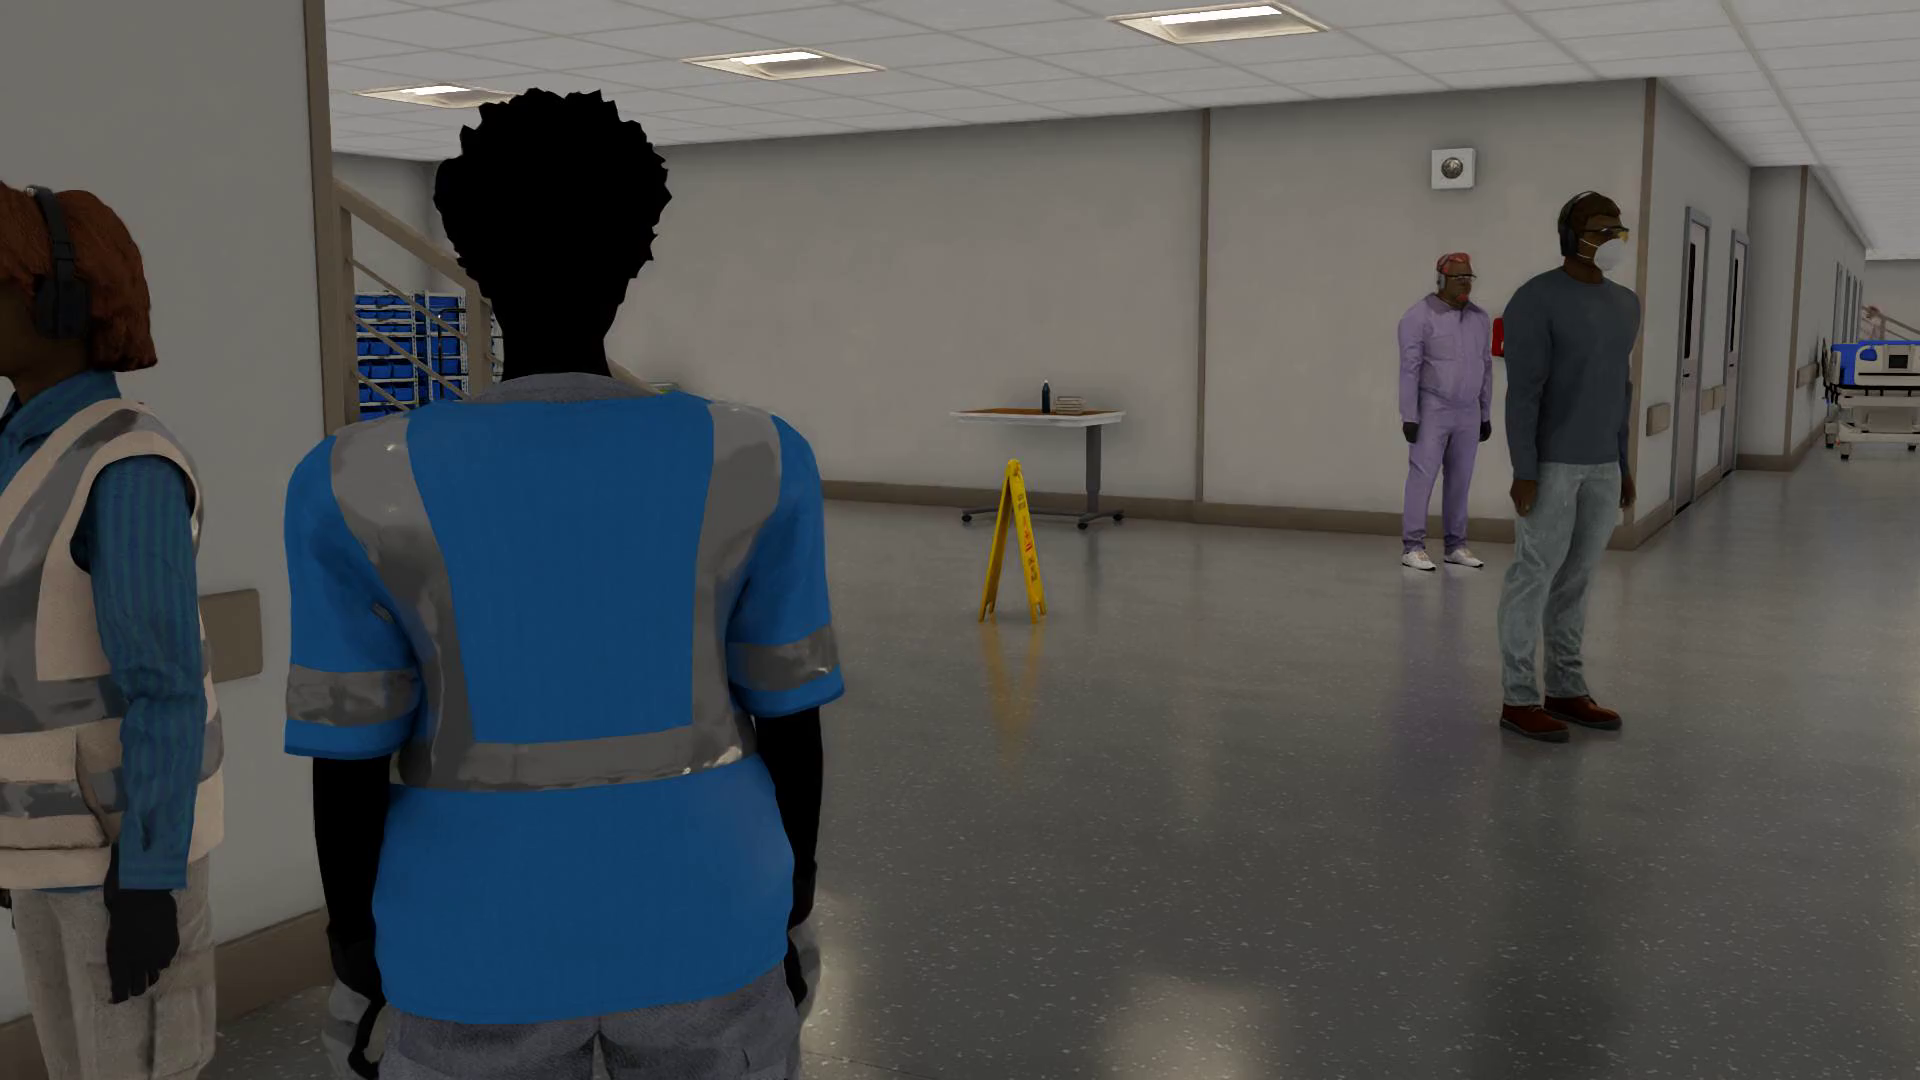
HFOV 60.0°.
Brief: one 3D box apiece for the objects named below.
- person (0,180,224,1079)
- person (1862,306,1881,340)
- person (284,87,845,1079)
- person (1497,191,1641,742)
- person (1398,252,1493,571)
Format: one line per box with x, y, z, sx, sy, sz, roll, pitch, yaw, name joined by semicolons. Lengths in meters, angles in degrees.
-1.084;0.391;2.080;0.310;1.640;0.521;-7;10;-44;person
21.170;-4.508;38.809;0.649;1.883;0.687;7;10;43;person
-0.376;0.415;1.667;0.530;1.697;0.321;-2;8;-17;person
2.195;-0.263;5.970;0.629;1.940;0.376;-5;9;-31;person
2.935;-0.764;9.992;0.646;1.900;0.399;-3;8;-22;person
